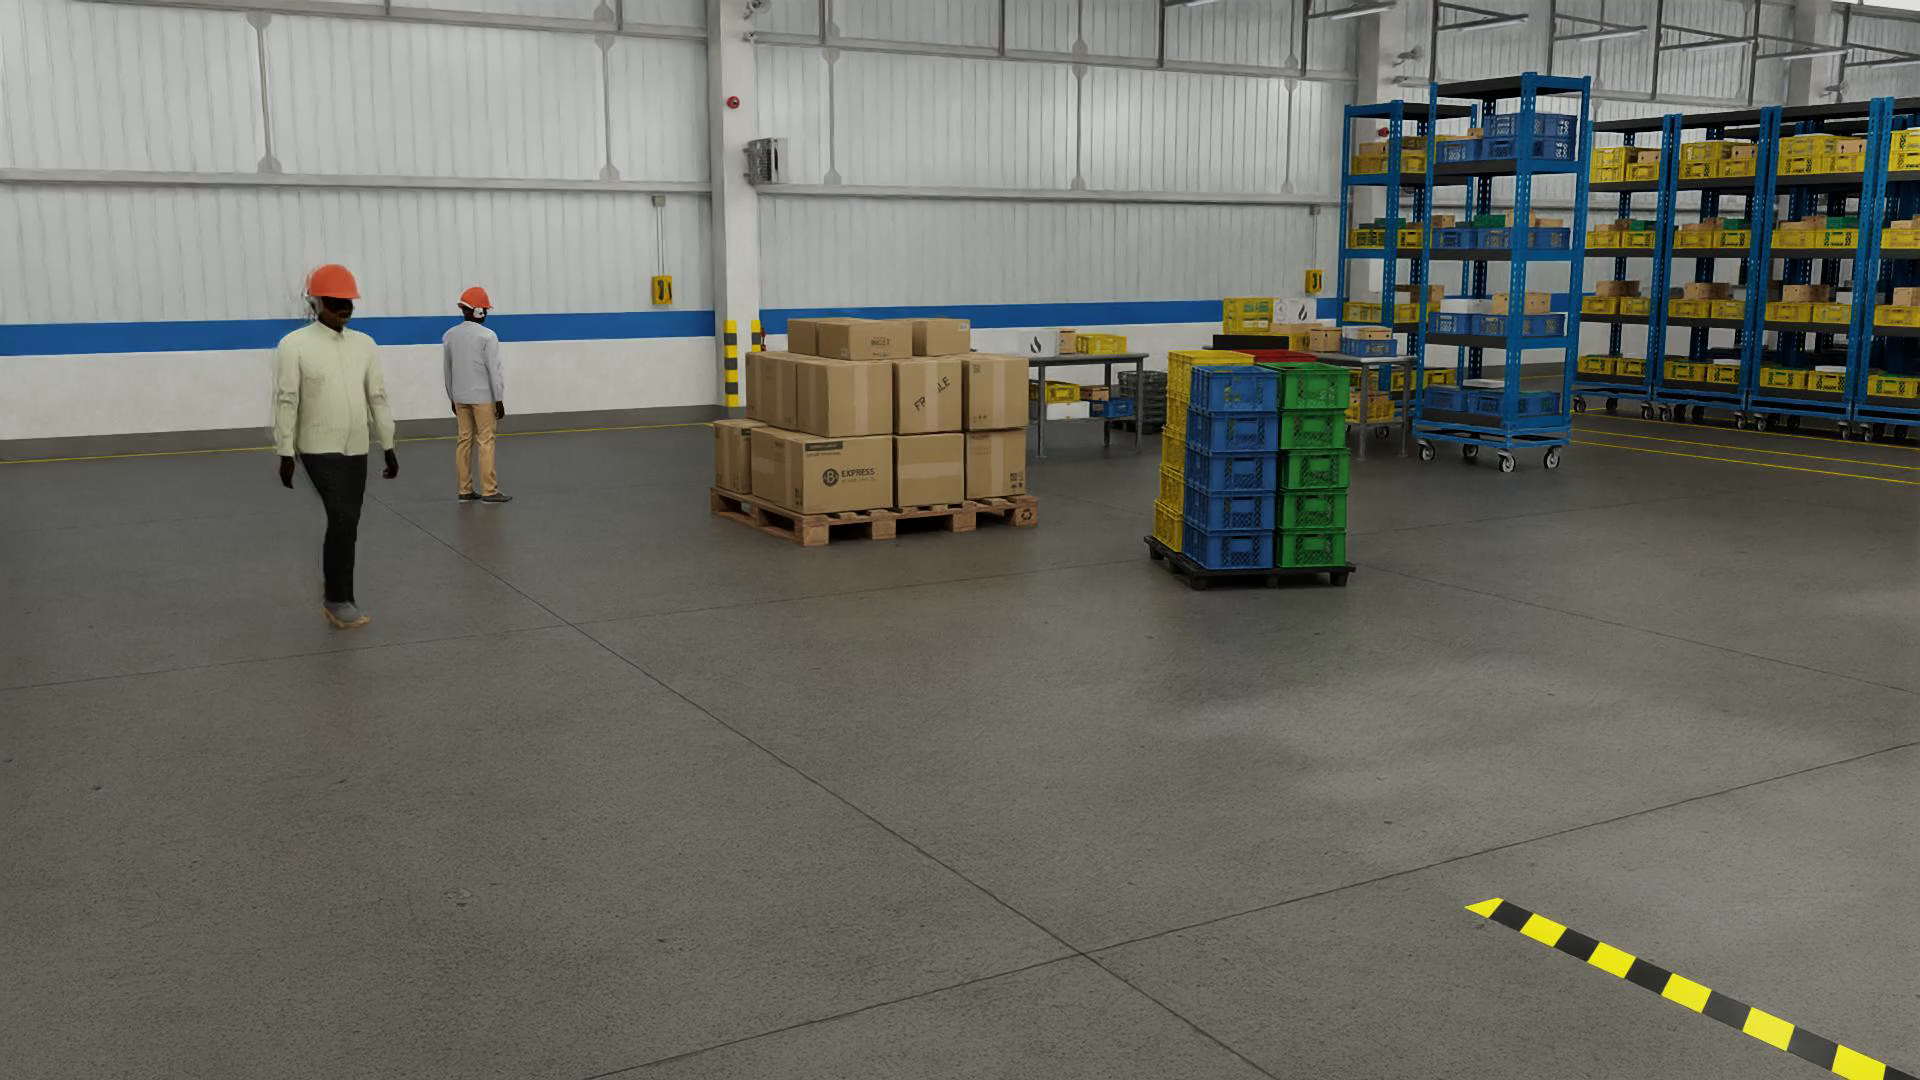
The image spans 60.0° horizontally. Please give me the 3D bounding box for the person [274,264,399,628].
[{"bbox_3d":[-3.325,-0.492,9.005,0.548,1.975,0.651,6,12,30],"label":"person"}]

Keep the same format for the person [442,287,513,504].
[{"bbox_3d":[-3.905,-1.169,13.484,0.572,1.749,0.341,5,11,27],"label":"person"}]
